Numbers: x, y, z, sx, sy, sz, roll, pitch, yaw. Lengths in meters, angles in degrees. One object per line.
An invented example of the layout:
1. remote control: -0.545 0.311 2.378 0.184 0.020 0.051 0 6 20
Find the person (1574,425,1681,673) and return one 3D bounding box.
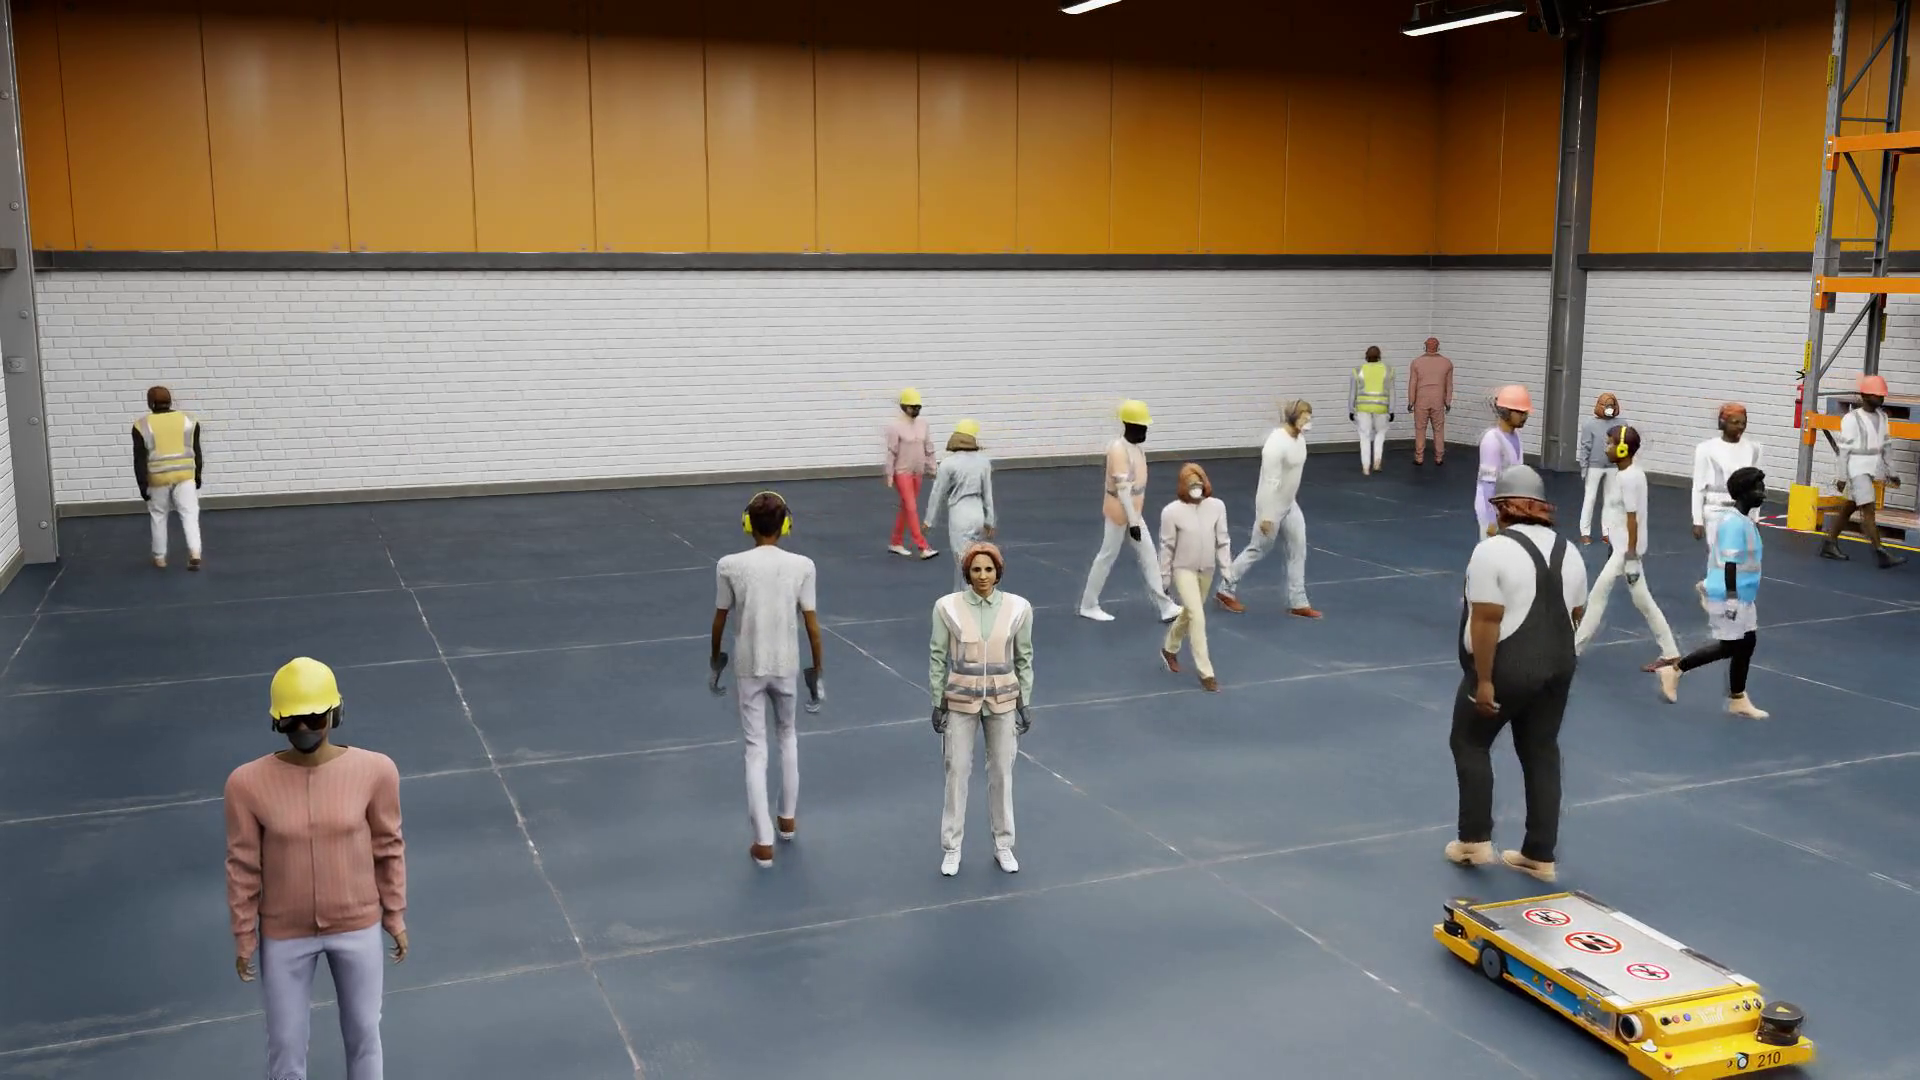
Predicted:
1. person: 4.820 0.072 12.101 1.005 1.819 0.561 5 11 27

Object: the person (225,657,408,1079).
1. person: -2.008 1.227 5.235 0.528 1.767 0.329 -4 10 -21

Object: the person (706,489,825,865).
1. person: -0.998 0.667 8.427 0.545 1.840 0.759 -2 10 -14

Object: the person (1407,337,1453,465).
1. person: 6.976 -2.058 24.721 0.651 1.906 0.401 1 9 3

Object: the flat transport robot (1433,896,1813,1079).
1. flat transport robot: 2.599 1.736 6.673 0.652 0.197 1.431 -3 10 -19

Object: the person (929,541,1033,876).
1. person: 0.102 0.816 8.109 0.513 1.641 0.307 -1 9 -7

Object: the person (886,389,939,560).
1. person: -0.444 -0.654 16.741 0.542 1.723 0.892 -9 13 -42

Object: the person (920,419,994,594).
1. person: -0.028 -0.136 13.636 0.520 1.701 0.712 -8 12 -41

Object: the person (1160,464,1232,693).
1. person: 1.630 0.227 11.835 0.498 1.589 0.840 -4 10 -24

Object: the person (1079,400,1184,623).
1. person: 1.431 -0.219 13.699 1.004 1.864 0.592 4 10 25

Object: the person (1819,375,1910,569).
1. person: 8.963 -0.677 16.404 0.563 1.882 0.990 -5 11 -28

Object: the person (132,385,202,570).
1. person: -7.688 -0.601 16.180 0.635 1.815 0.846 -6 11 -34

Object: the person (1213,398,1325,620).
1. person: 2.591 -0.272 14.012 0.946 1.889 0.647 7 12 35

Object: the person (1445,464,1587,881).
1. person: 2.716 0.615 8.116 0.712 2.000 0.598 -4 10 -22

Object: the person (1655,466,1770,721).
1. person: 4.972 0.340 10.859 0.608 1.677 0.540 7 12 36

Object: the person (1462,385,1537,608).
1. person: 4.357 -0.235 13.330 0.457 2.020 0.629 8 12 39

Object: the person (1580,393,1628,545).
1. person: 6.825 -0.752 17.660 0.494 1.624 0.280 -1 9 -4

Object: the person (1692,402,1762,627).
1. person: 6.234 -0.203 13.595 0.594 1.865 0.551 -1 9 -8

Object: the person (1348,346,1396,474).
1. person: 5.869 -1.861 23.757 0.653 1.825 0.634 2 10 9
